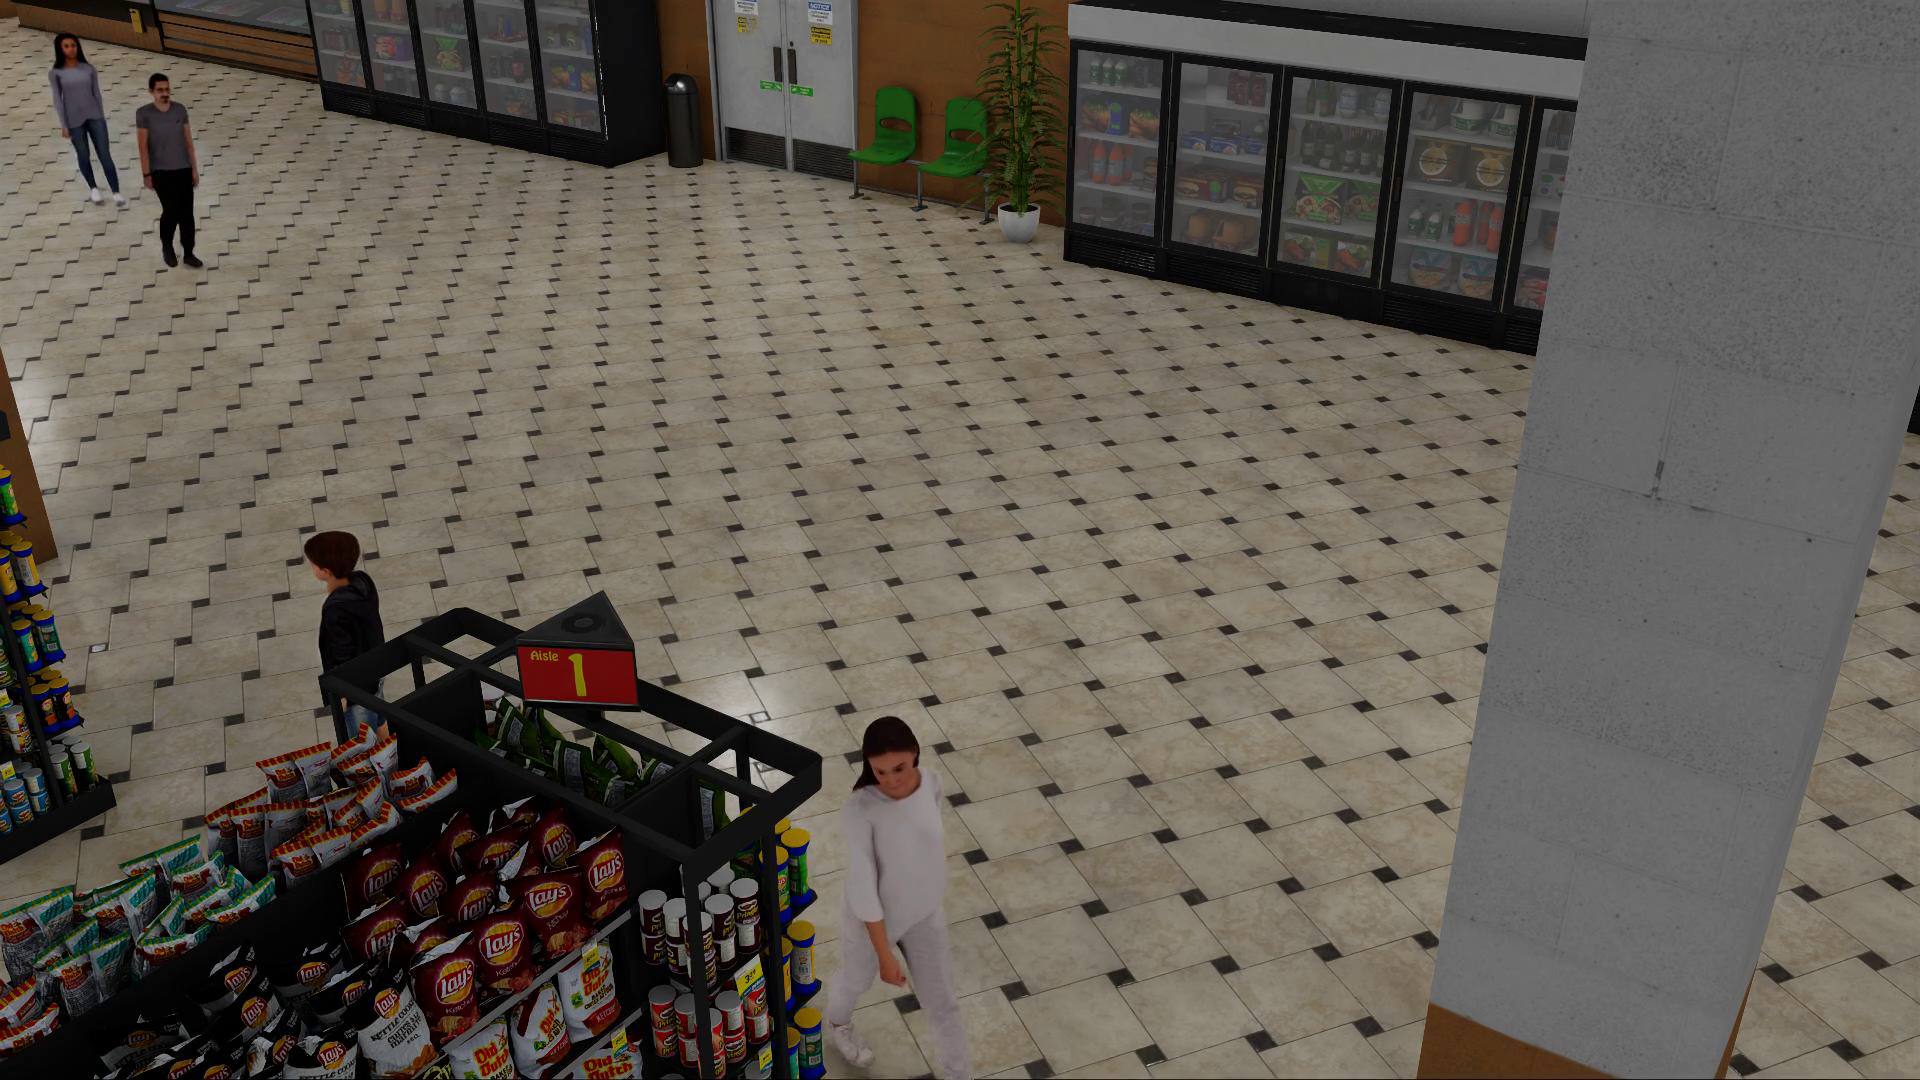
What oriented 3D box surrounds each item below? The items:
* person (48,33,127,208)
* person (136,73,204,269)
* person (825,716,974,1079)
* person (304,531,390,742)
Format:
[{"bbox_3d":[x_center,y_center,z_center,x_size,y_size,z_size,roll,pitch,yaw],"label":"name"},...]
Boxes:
[{"bbox_3d":[-8.851,-4.210,16.747,1.105,1.698,0.936,-17,31,-29],"label":"person"},{"bbox_3d":[-7.134,-3.331,14.969,0.693,1.739,0.591,22,34,37],"label":"person"},{"bbox_3d":[-0.303,1.304,5.937,1.076,1.641,0.877,-21,34,-35],"label":"person"},{"bbox_3d":[-2.727,0.612,7.516,0.685,1.447,0.604,0,27,1],"label":"person"}]
